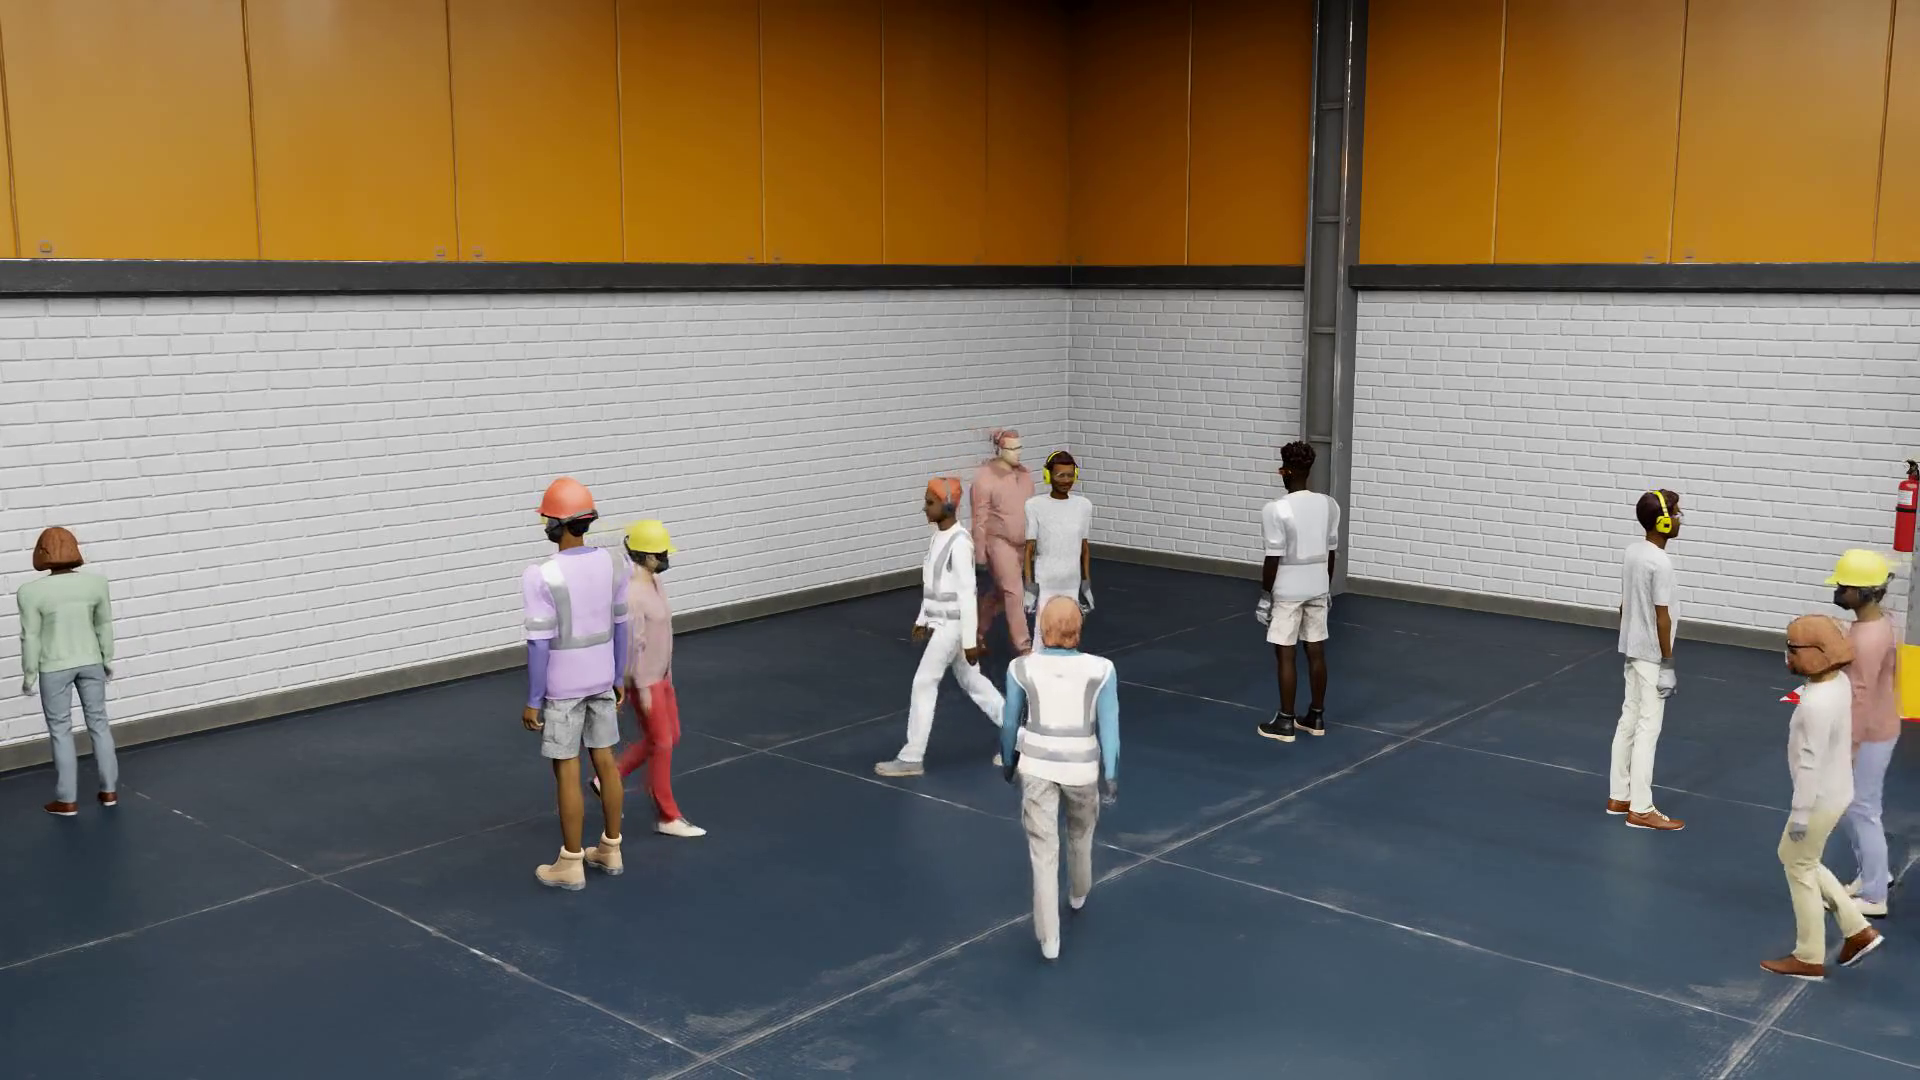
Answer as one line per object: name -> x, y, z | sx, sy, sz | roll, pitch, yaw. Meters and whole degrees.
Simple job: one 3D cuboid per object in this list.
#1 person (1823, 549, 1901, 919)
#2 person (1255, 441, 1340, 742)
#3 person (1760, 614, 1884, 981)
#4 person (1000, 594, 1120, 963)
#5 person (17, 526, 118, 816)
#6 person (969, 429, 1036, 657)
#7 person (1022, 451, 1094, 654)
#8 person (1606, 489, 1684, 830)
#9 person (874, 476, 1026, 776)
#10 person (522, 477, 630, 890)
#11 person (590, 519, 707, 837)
person -> 4.247, 0.913, 7.838 | 0.414, 1.753, 0.570 | 5, 10, 30
person -> 2.192, 0.333, 10.856 | 0.608, 1.966, 0.371 | -5, 10, -28
person -> 3.656, 1.107, 7.064 | 0.390, 1.615, 0.520 | 7, 11, 36
person -> 0.452, 1.034, 7.580 | 0.544, 1.592, 0.836 | 1, 9, 4
person -> -5.024, 0.734, 9.387 | 0.268, 1.631, 0.507 | 7, 11, 37
person -> 0.335, 0.053, 12.946 | 0.958, 1.871, 0.642 | 7, 11, 38
person -> 0.663, 0.328, 11.204 | 0.510, 1.869, 0.328 | -3, 10, -20
person -> 3.807, 0.656, 9.167 | 0.328, 1.862, 0.514 | 0, 9, -3
person -> 0.001, 0.519, 10.106 | 0.988, 1.847, 0.567 | -1, 9, -6
person -> -1.915, 0.706, 8.260 | 0.368, 2.048, 0.608 | 7, 11, 38
person -> -1.701, 0.744, 8.951 | 0.597, 1.743, 0.536 | 1, 9, 7
